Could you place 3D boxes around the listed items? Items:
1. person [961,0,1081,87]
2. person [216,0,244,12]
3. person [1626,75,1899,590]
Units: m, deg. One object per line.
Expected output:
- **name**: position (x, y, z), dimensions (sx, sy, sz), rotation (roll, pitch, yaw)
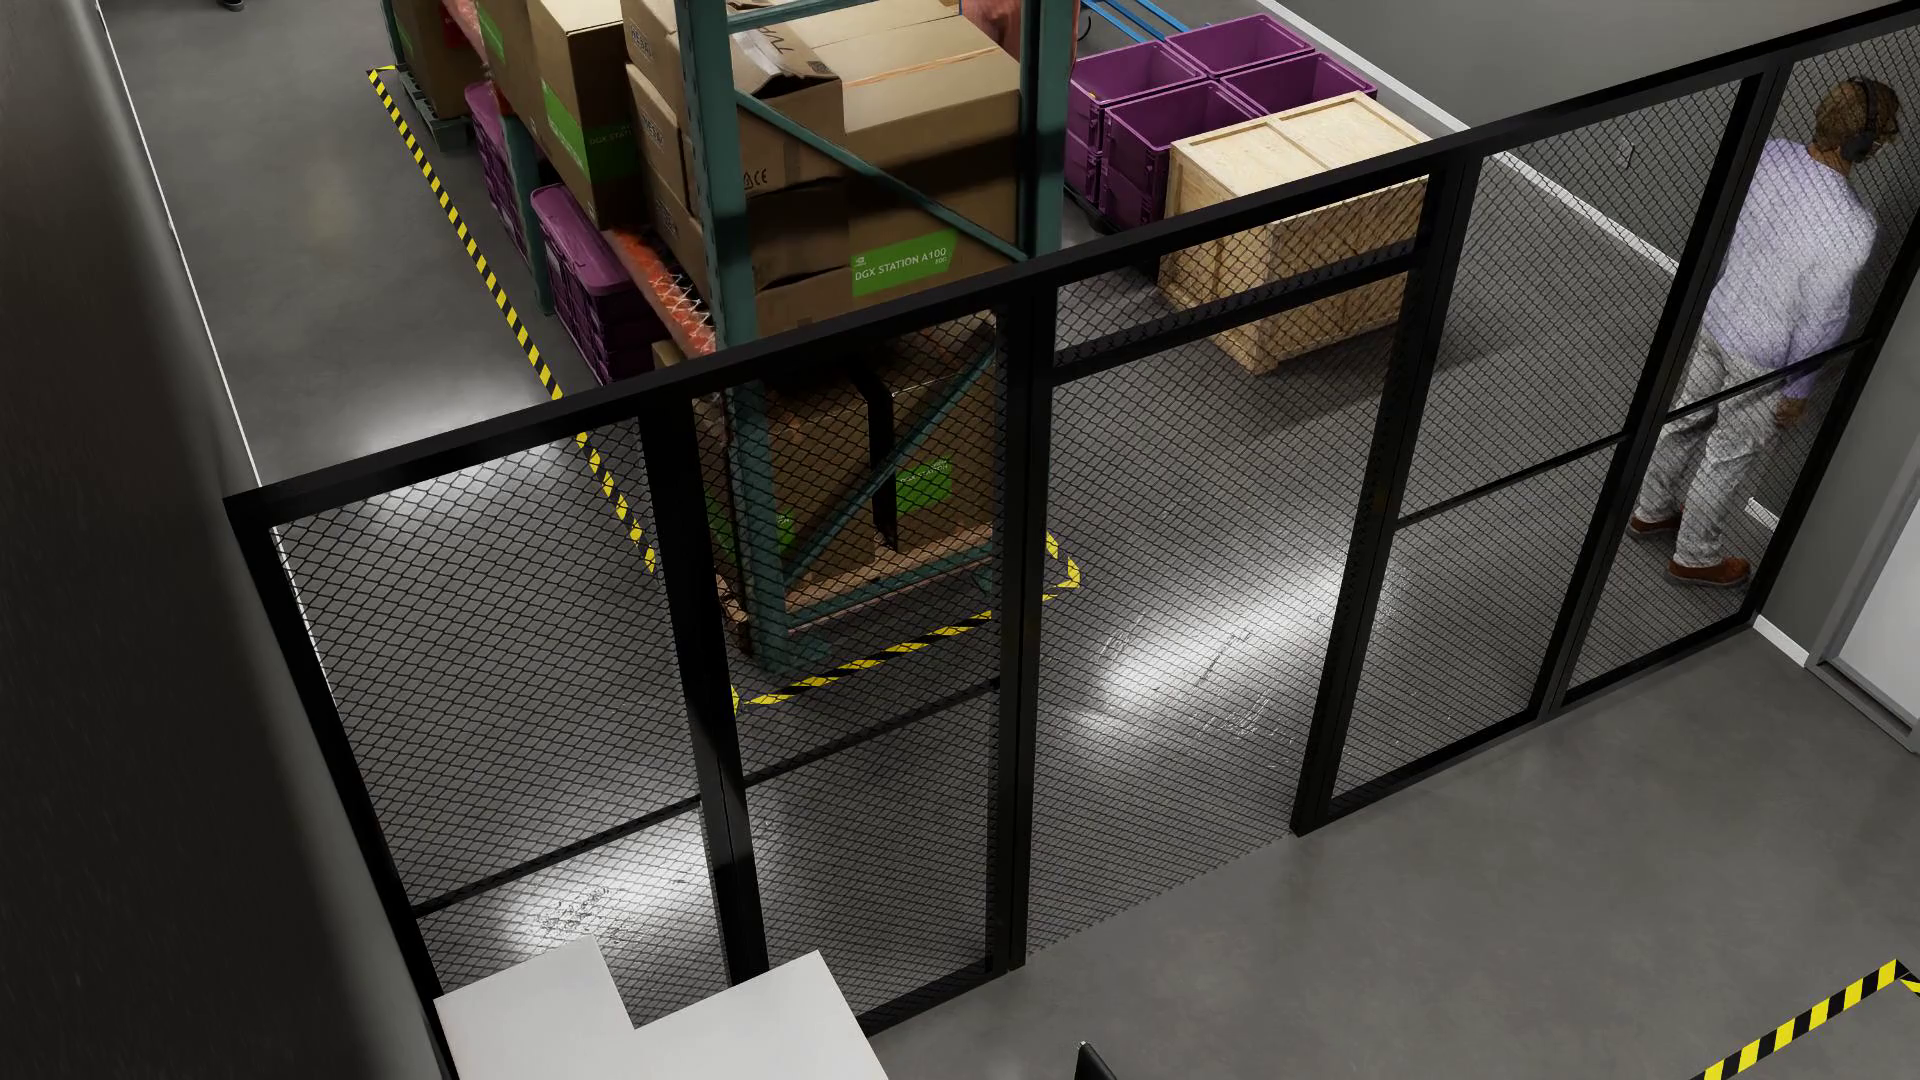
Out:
- **person**: position (0.225, -1.810, 6.887), dimensions (0.612, 1.993, 0.386), rotation (-32, 51, -30)
- **person**: position (-4.222, -3.898, 9.295), dimensions (0.600, 1.819, 0.403), rotation (-25, 48, -25)
- **person**: position (2.724, -0.680, 5.690), dimensions (0.376, 1.940, 0.629), rotation (-7, 43, -8)
